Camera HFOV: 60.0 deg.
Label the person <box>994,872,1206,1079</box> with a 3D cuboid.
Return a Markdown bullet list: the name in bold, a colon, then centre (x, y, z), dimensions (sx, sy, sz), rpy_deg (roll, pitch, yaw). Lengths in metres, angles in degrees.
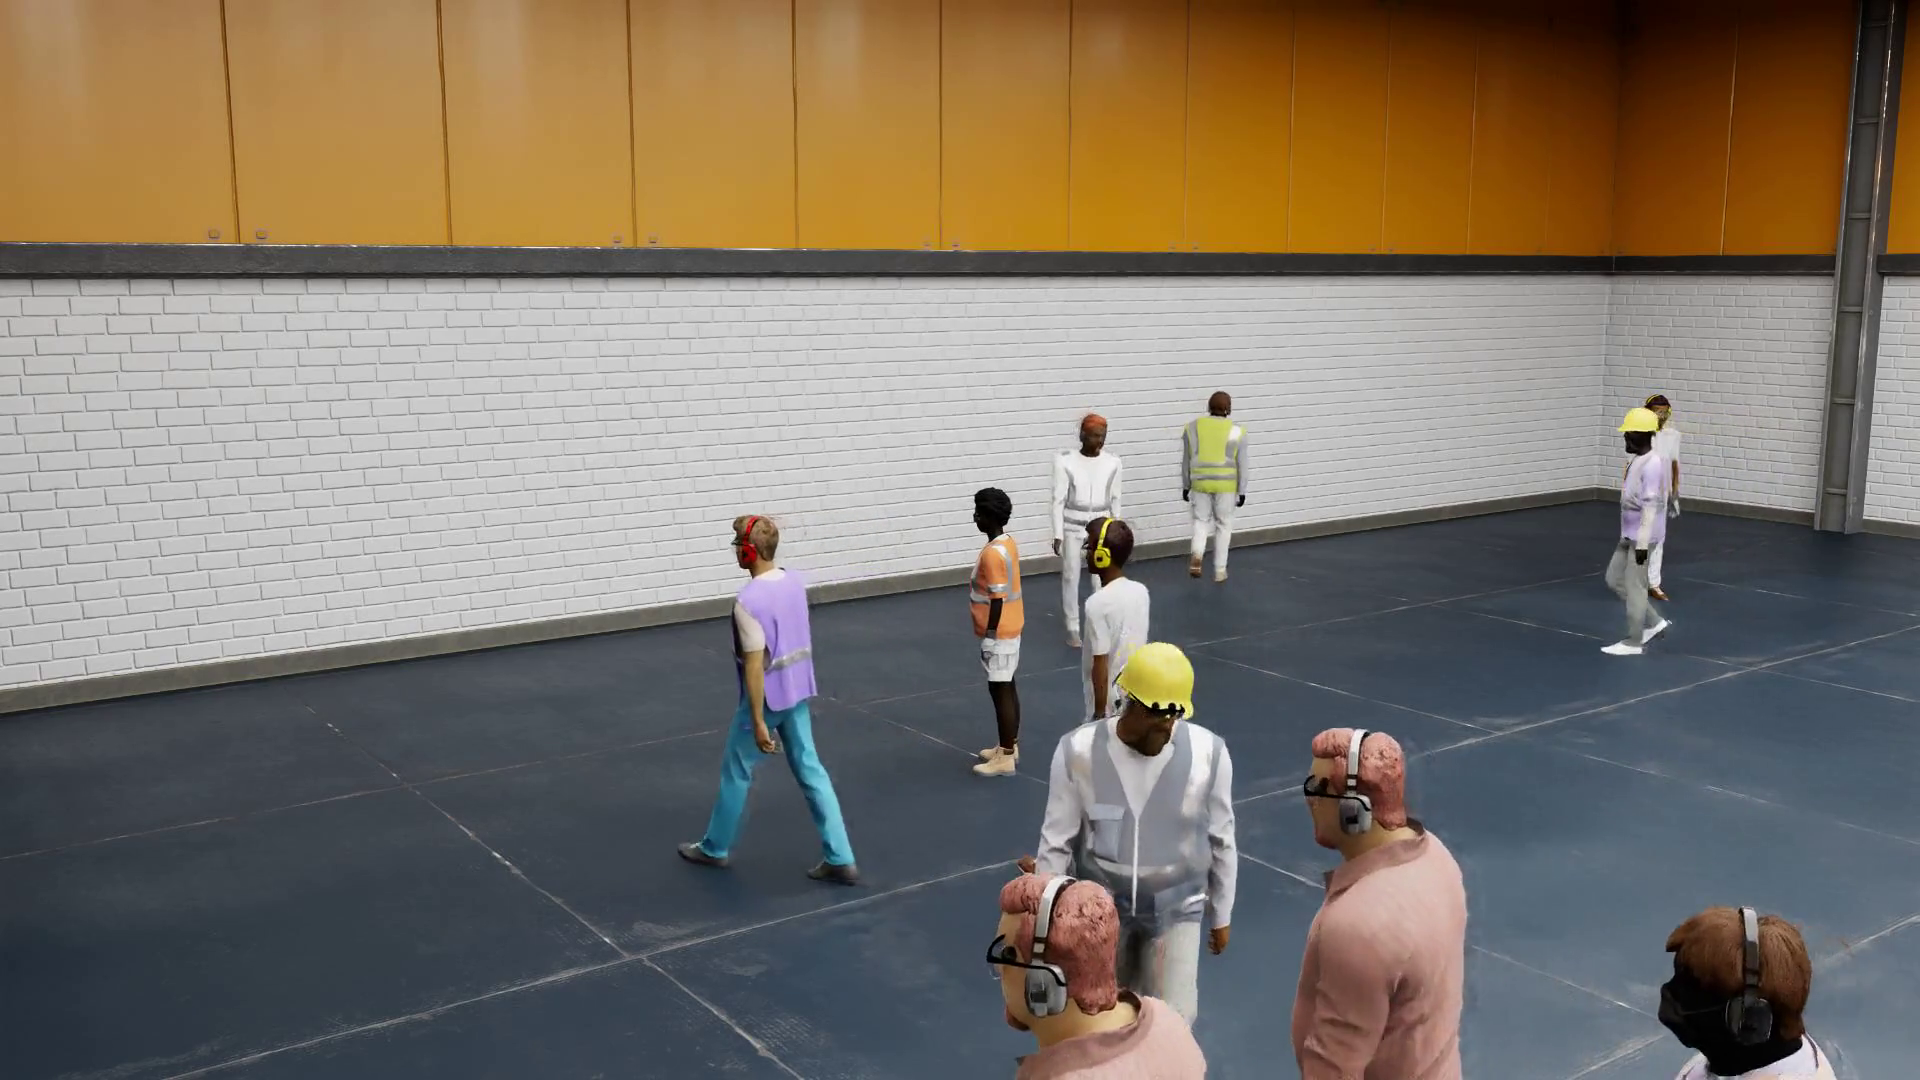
- **person**: centre (0.140, 1.521, 3.150), dimensions (0.870, 1.871, 0.648), rpy_deg (6, 11, 34)

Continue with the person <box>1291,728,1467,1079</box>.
- **person**: centre (0.995, 1.376, 3.979), dimensions (0.413, 1.890, 0.664), rpy_deg (4, 10, 25)

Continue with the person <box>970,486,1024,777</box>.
- **person**: centre (0.213, 0.533, 9.750), dimensions (0.317, 1.697, 0.540), rpy_deg (2, 9, 10)

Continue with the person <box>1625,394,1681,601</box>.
- **person**: centre (6.178, -0.373, 14.861), dimensions (0.500, 1.860, 0.331), rpy_deg (-1, 9, -6)

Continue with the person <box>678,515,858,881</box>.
- **person**: centre (-0.922, 0.767, 8.031), dimensions (0.994, 1.797, 0.562), rpy_deg (5, 11, 29)

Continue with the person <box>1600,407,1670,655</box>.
- **person**: centre (5.169, -0.055, 12.695), dimensions (0.420, 1.916, 0.605), rpy_deg (2, 9, 11)

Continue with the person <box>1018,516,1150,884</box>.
- **person**: centre (0.730, 0.795, 7.766), dimensions (0.990, 1.831, 0.533), rpy_deg (8, 12, 39)

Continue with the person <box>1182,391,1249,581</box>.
- **person**: centre (2.404, -0.495, 15.708), dimensions (0.643, 1.824, 0.539), rpy_deg (3, 10, 19)

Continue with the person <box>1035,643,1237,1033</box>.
- **person**: centre (0.553, 1.204, 5.293), dimensions (0.622, 1.799, 0.619), rpy_deg (2, 9, 12)

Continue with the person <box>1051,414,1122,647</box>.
- **person**: centre (0.989, -0.030, 12.756), dimensions (0.589, 1.838, 0.955), rpy_deg (-1, 9, -9)

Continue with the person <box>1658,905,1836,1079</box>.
- **person**: centre (1.477, 1.562, 3.080), dimensions (0.863, 1.815, 0.631), rpy_deg (4, 10, 23)
